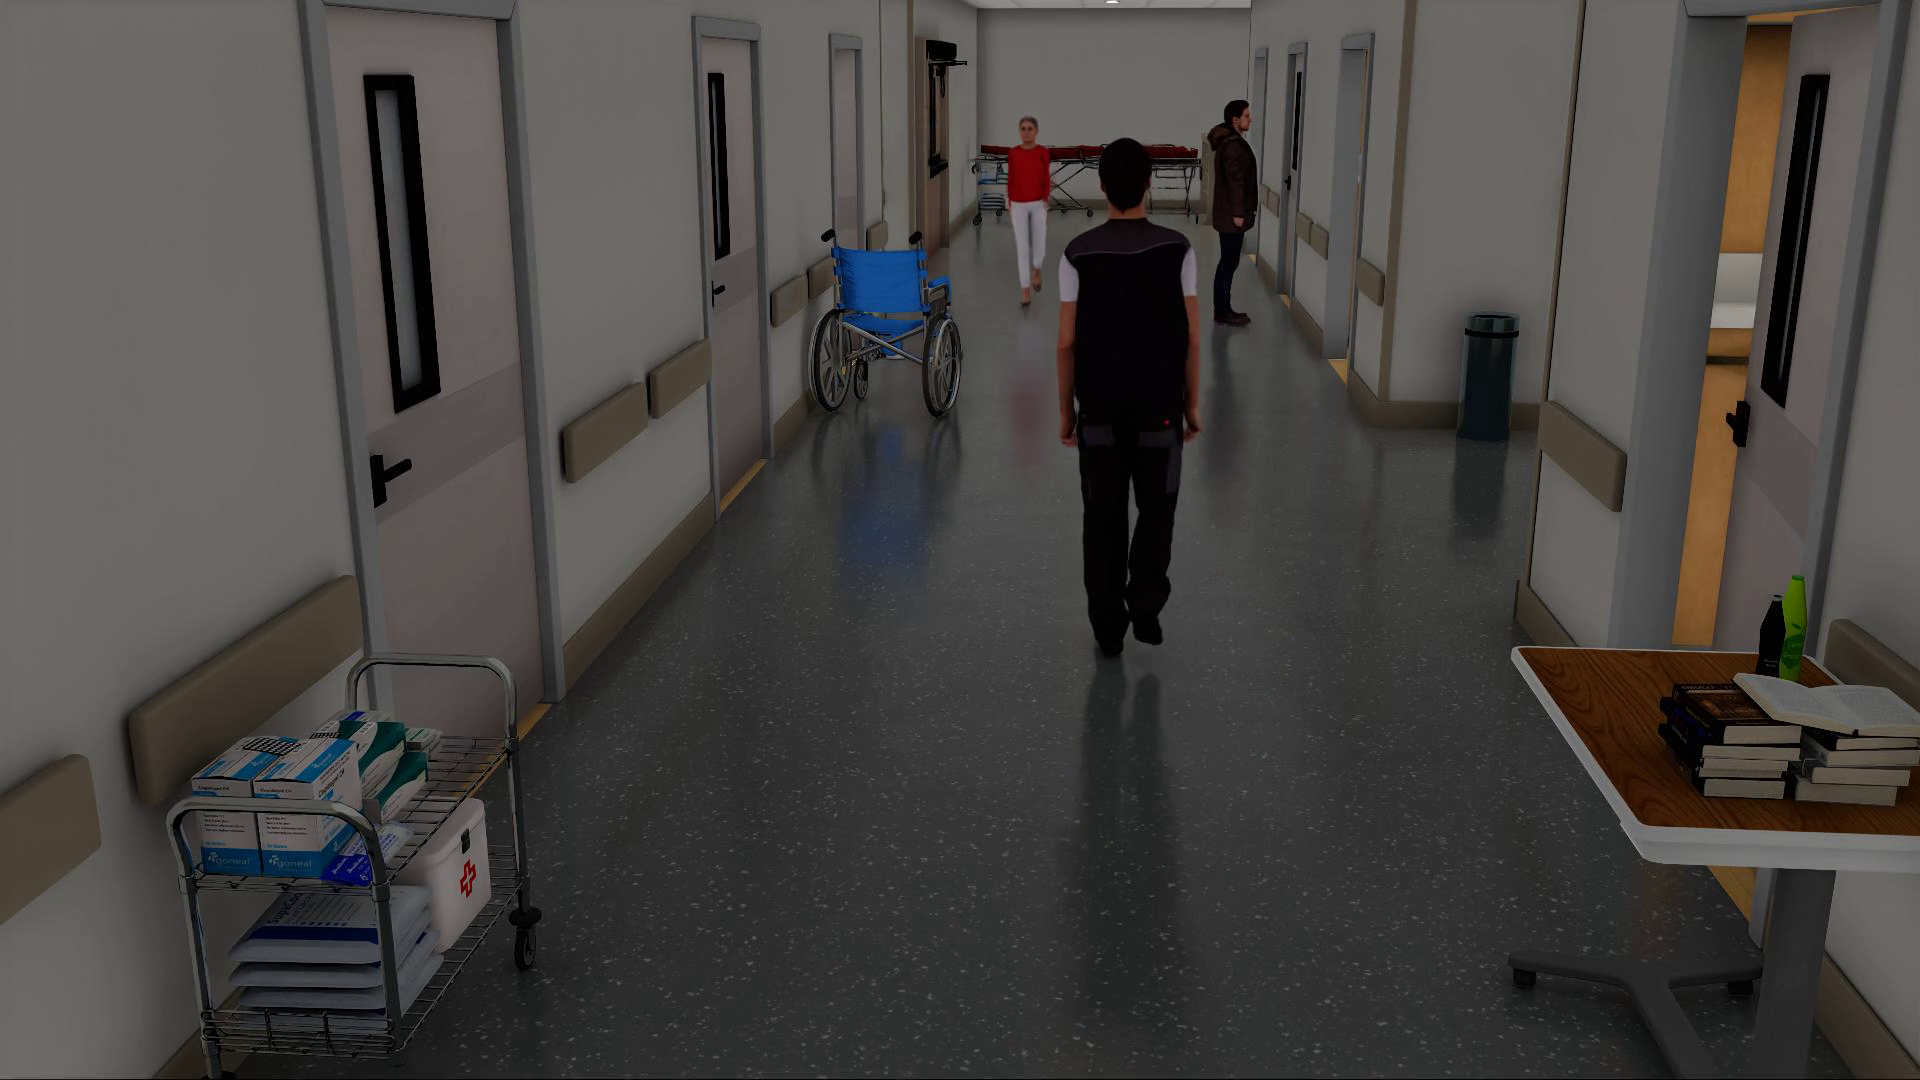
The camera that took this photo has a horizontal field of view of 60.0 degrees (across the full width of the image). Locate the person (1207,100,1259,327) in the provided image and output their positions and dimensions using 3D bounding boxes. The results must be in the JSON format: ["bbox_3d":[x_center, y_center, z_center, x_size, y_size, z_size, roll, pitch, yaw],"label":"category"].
[{"bbox_3d":[2.286,-2.751,13.976,0.800,1.848,0.592,2,16,6],"label":"person"}]

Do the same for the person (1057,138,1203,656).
[{"bbox_3d":[0.598,-0.452,5.838,0.690,1.839,0.722,0,16,1],"label":"person"}]

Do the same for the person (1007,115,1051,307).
[{"bbox_3d":[0.631,-3.009,15.193,0.534,1.685,0.849,2,16,5],"label":"person"}]
